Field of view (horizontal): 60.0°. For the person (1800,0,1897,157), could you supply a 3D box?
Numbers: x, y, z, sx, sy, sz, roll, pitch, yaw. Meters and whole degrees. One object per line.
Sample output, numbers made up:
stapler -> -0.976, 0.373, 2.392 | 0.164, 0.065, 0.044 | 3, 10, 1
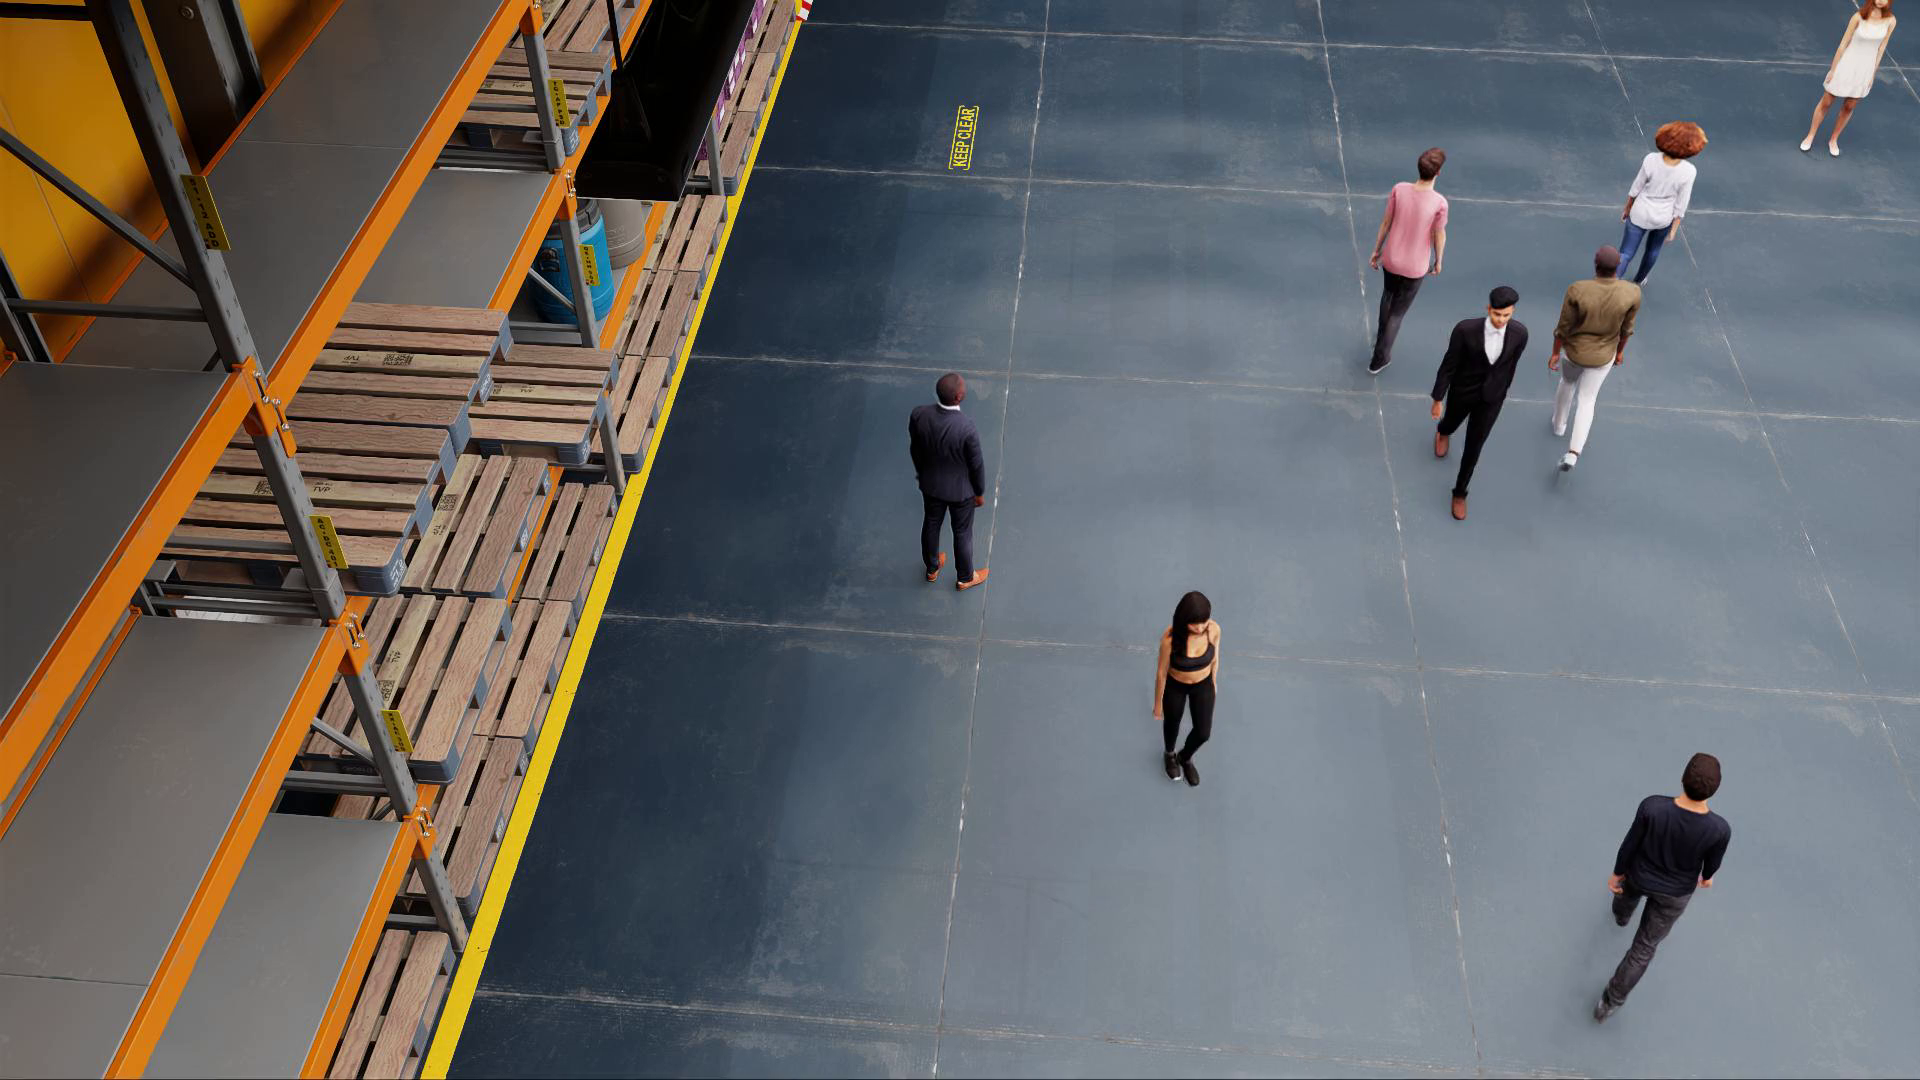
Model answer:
person -> 8.429, -4.447, 15.675 | 0.610, 1.710, 0.596 | 14, 45, 14

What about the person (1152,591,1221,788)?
person -> 1.364, 0.840, 10.181 | 0.656, 1.631, 0.665 | -7, 44, -7

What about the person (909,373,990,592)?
person -> -0.074, -0.393, 11.337 | 0.785, 1.824, 0.753 | 21, 48, 21

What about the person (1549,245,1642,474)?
person -> 4.667, -1.320, 12.331 | 0.838, 1.793, 1.159 | 12, 45, 12

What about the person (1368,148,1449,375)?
person -> 3.451, -2.137, 13.086 | 0.910, 1.935, 1.020 | 26, 49, 25

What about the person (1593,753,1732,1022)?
person -> 3.730, 1.910, 8.923 | 1.020, 1.819, 1.293 | 23, 48, 22

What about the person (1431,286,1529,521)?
person -> 3.740, -1.136, 12.103 | 0.753, 1.841, 1.199 | 7, 44, 7

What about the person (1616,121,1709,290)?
person -> 5.721, -2.663, 13.819 | 0.945, 1.686, 1.167 | 23, 48, 22
